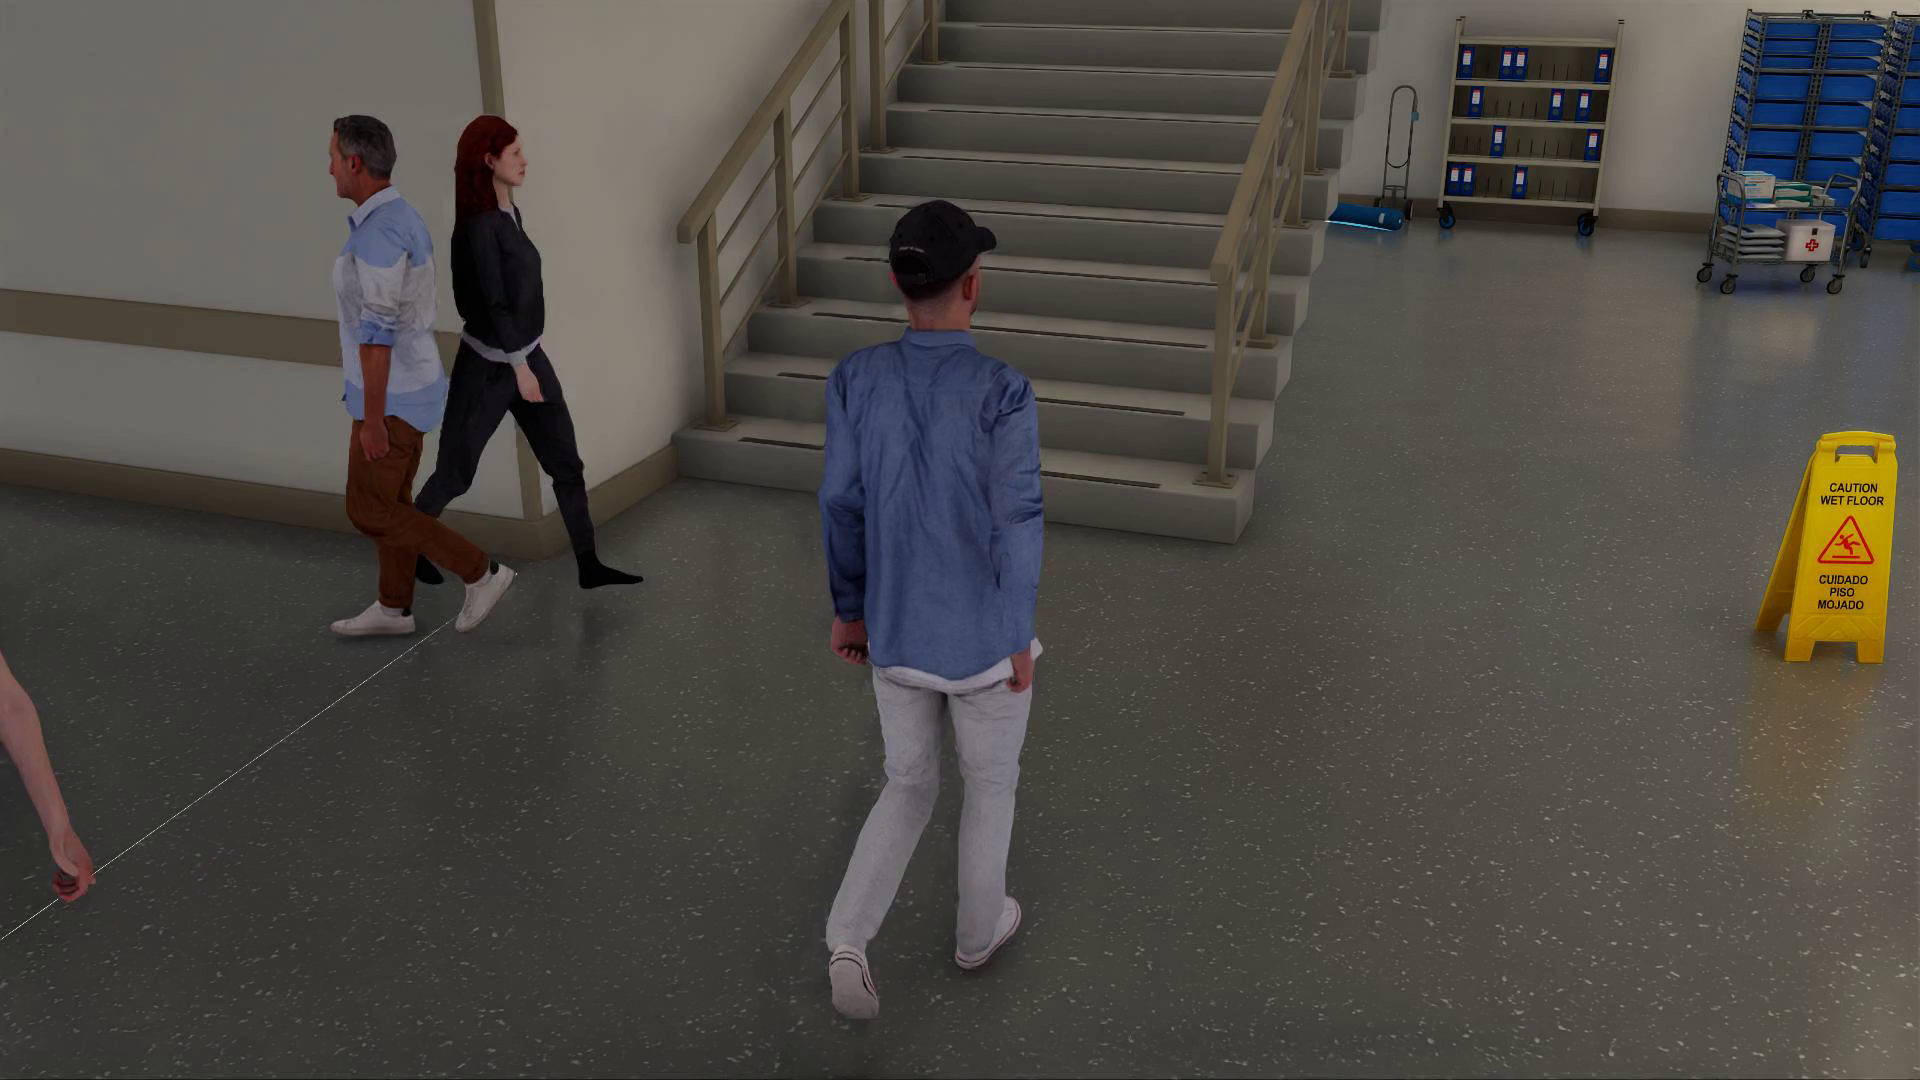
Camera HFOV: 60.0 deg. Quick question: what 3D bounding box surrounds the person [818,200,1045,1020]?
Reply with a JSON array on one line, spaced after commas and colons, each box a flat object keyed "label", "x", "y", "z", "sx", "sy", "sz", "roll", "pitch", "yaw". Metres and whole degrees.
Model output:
[{"label": "person", "x": -0.065, "y": 0.217, "z": 3.656, "sx": 0.709, "sy": 1.872, "sz": 0.983, "roll": 10, "pitch": 23, "yaw": 24}]

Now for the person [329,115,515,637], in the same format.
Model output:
[{"label": "person", "x": -1.863, "y": -0.496, "z": 5.628, "sx": 1.011, "sy": 1.809, "sz": 0.990, "roll": -6, "pitch": 21, "yaw": -14}]

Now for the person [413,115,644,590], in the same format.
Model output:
[{"label": "person", "x": -1.738, "y": -0.598, "z": 5.998, "sx": 0.832, "sy": 1.736, "sz": 1.178, "roll": 3, "pitch": 21, "yaw": 9}]
